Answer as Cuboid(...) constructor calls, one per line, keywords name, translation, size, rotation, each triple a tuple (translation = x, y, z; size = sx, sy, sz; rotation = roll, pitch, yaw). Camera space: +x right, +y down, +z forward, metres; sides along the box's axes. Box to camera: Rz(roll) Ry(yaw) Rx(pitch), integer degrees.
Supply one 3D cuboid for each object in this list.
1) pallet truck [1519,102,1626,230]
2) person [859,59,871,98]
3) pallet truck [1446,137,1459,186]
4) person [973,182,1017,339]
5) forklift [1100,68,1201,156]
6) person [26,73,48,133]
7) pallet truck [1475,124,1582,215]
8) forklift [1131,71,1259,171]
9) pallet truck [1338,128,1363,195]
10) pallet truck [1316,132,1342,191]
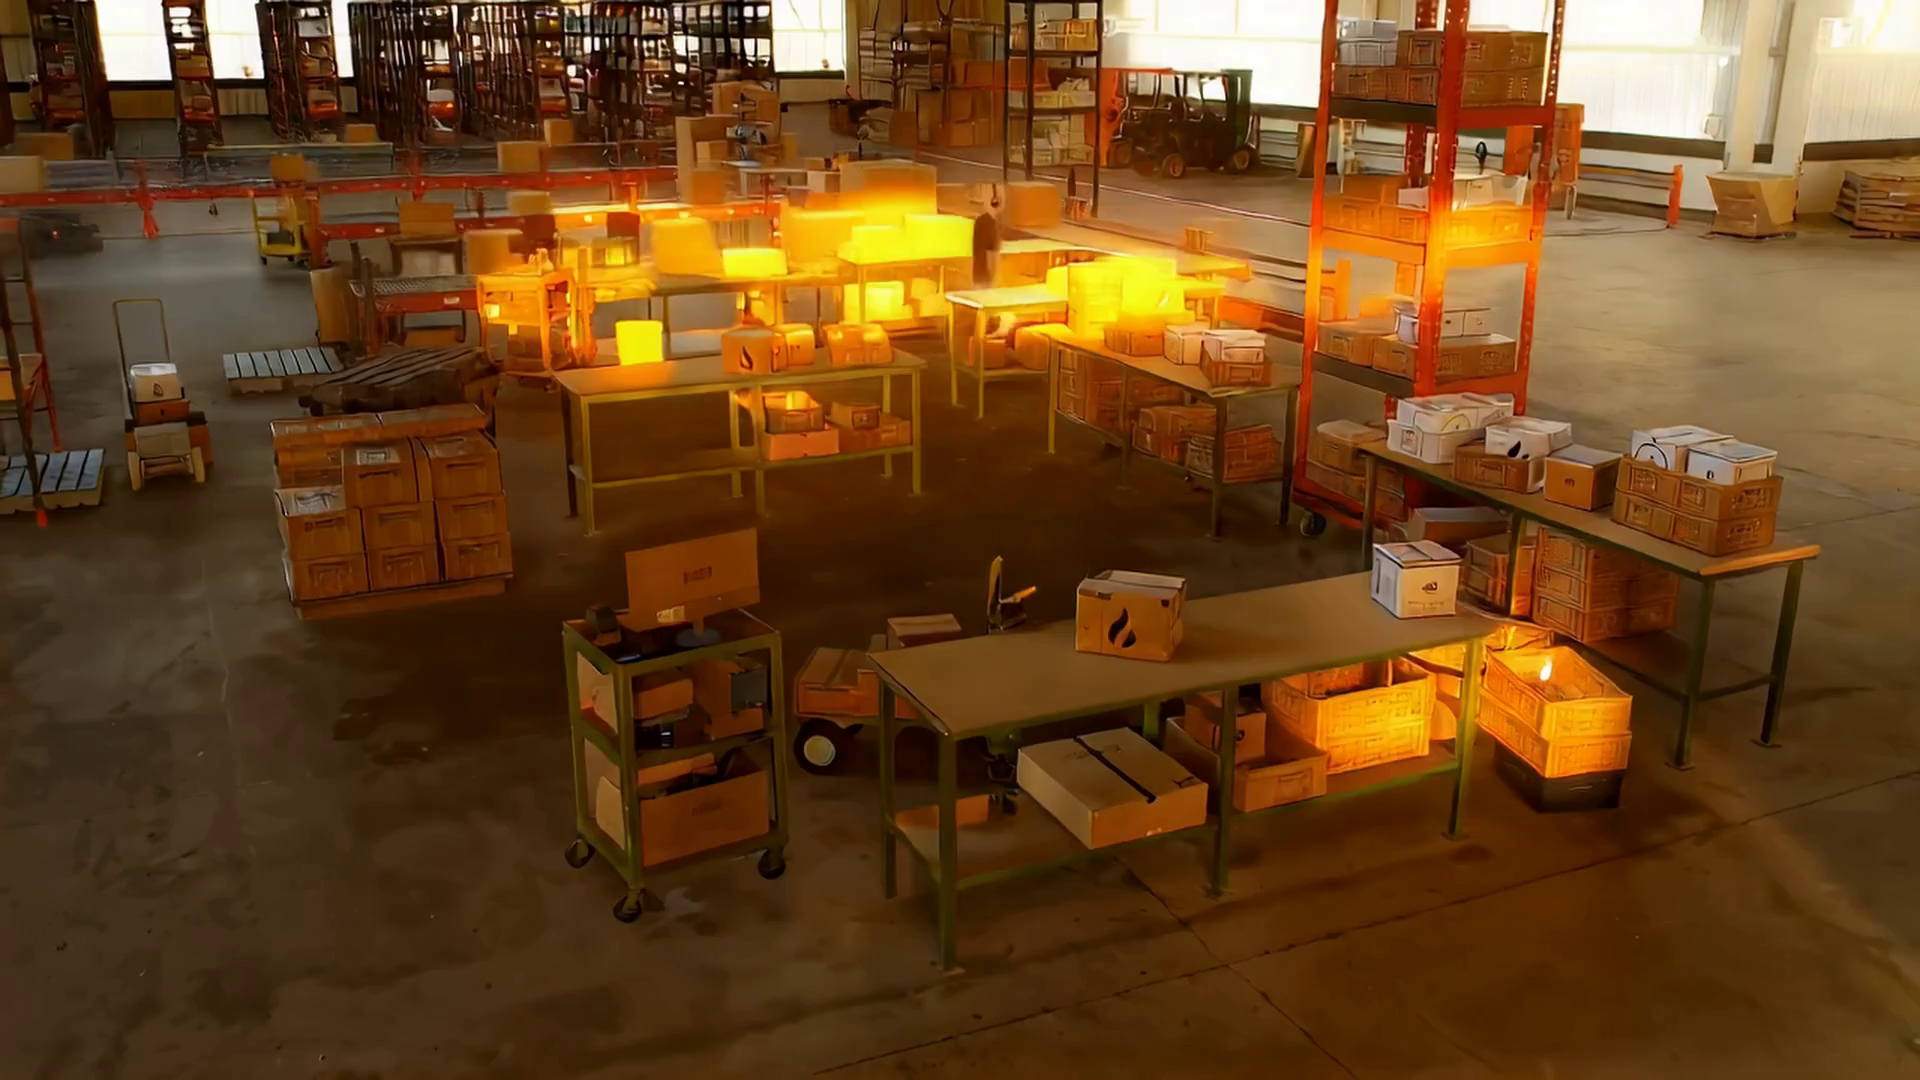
Cuboid(name="pallet truck", translation=(9.972, -6.037, 26.785), size=(1.885, 1.965, 0.823), rotation=(-9, 20, -25))
Cuboid(name="person", translation=(-2.876, -13.606, 50.634), size=(0.396, 1.992, 0.623), rotation=(-5, 18, -16))
Cuboid(name="pallet truck", translation=(9.184, -6.485, 29.328), size=(1.630, 1.274, 0.653), rotation=(-8, 19, -23))
Cuboid(name="person", translation=(0.326, -2.417, 15.610), size=(0.400, 1.855, 0.561), rotation=(-3, 18, -10))
Cuboid(name="forklift", translation=(4.082, -9.564, 37.410), size=(2.680, 1.987, 1.157), rotation=(-8, 19, -23))
Cuboid(name="person", translation=(-24.402, -11.419, 44.025), size=(0.588, 1.822, 0.403), rotation=(17, 24, 42))
Cuboid(name="pallet truck", translation=(9.707, -6.455, 28.103), size=(1.885, 1.965, 0.823), rotation=(-7, 19, -20))
Cuboid(name="forklift", translation=(4.998, -8.936, 35.413), size=(2.680, 1.987, 1.157), rotation=(-9, 20, -25))
Cuboid(name="pallet truck", translation=(7.845, -7.140, 31.411), size=(1.522, 1.261, 0.704), rotation=(-9, 20, -25))
Cuboid(name="pallet truck", translation=(7.723, -7.504, 32.656), size=(1.601, 1.201, 0.680), rotation=(-8, 19, -23))
